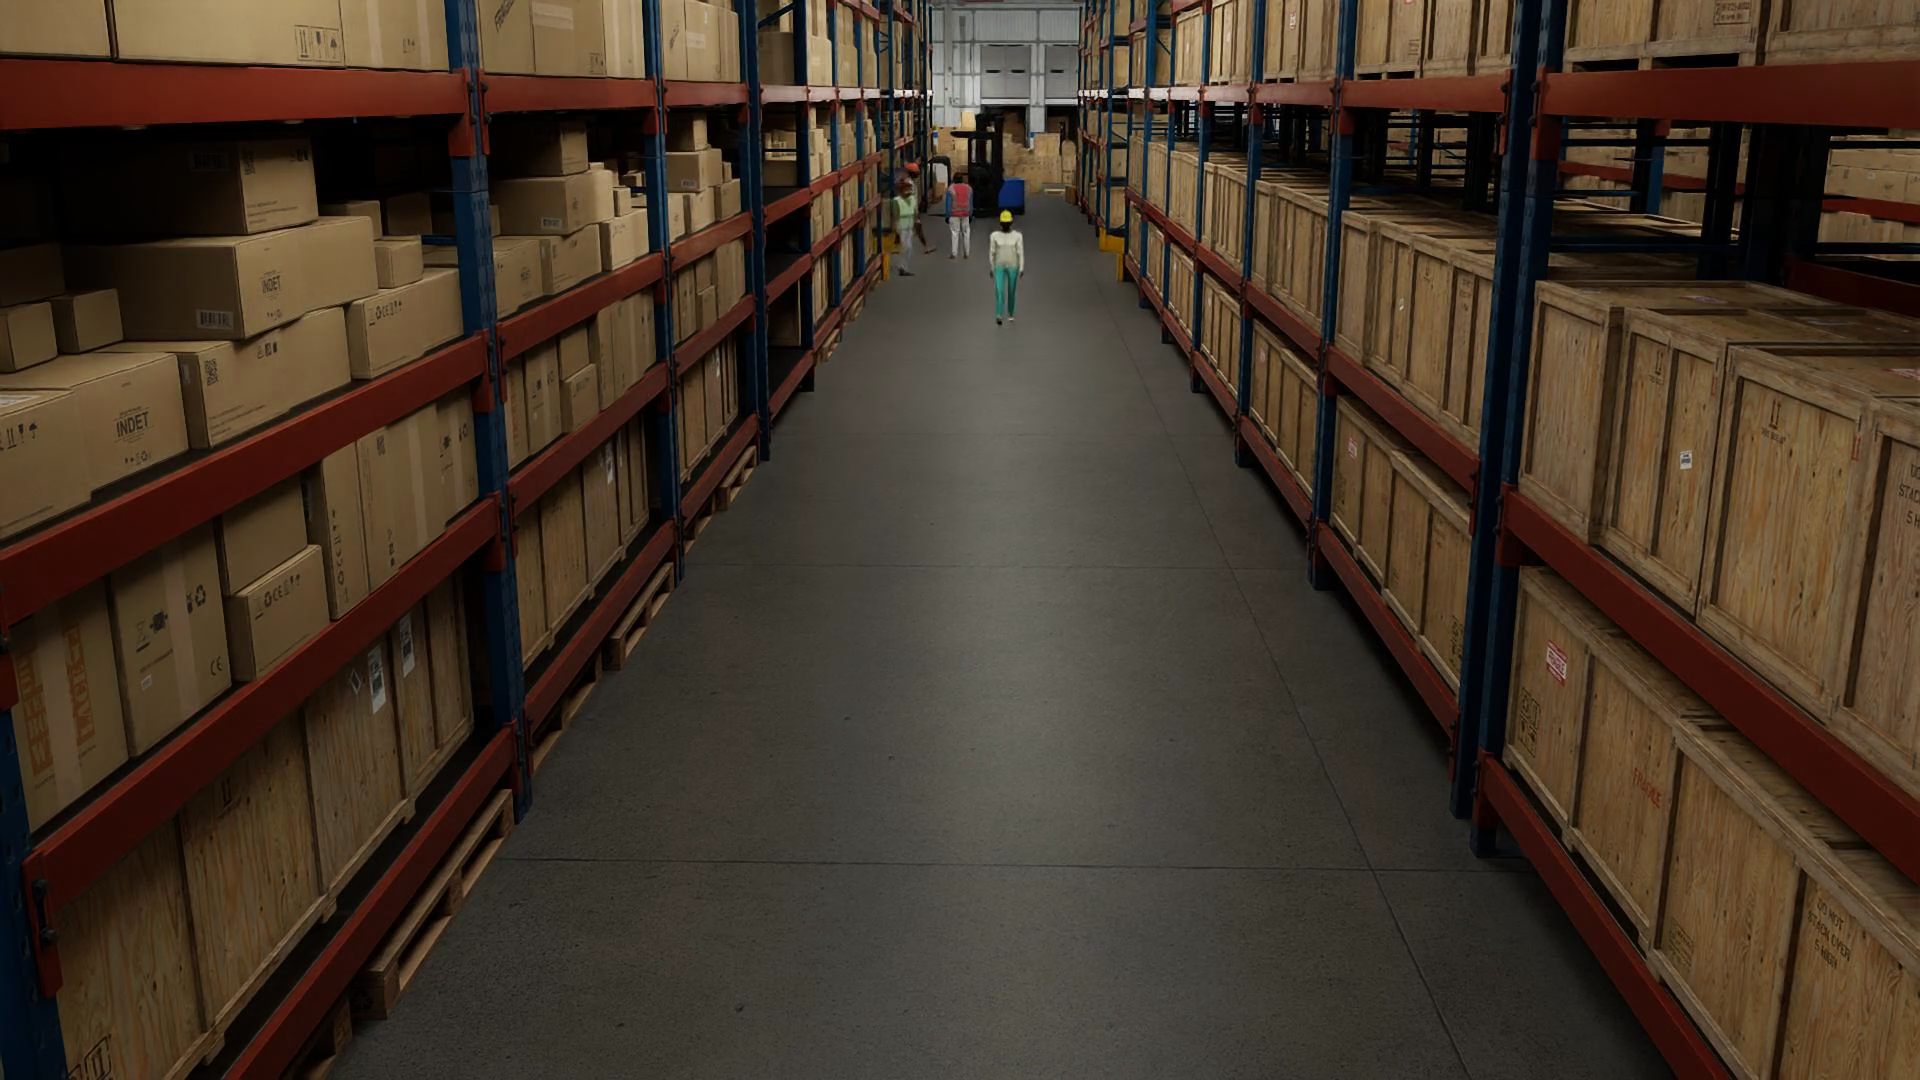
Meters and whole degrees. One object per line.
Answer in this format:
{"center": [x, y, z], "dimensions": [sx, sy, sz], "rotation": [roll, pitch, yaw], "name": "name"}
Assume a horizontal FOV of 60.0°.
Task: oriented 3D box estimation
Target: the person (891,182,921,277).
{"center": [-1.030, -5.981, 32.049], "dimensions": [0.522, 1.813, 0.714], "rotation": [12, 19, 37], "name": "person"}

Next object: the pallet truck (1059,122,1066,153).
{"center": [5.788, -21.111, 88.014], "dimensions": [1.885, 1.965, 0.823], "rotation": [5, 16, 18], "name": "pallet truck"}

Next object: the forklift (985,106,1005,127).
{"center": [1.774, -20.571, 84.329], "dimensions": [1.129, 2.768, 1.873], "rotation": [-7, 17, -24], "name": "forklift"}

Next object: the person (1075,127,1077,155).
{"center": [5.642, -18.780, 79.512], "dimensions": [0.651, 1.916, 0.632], "rotation": [6, 16, 21], "name": "person"}

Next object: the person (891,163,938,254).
{"center": [-1.037, -7.260, 36.513], "dimensions": [1.056, 1.994, 0.629], "rotation": [0, 15, 1], "name": "person"}

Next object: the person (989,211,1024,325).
{"center": [0.717, -4.187, 25.583], "dimensions": [0.539, 1.713, 0.952], "rotation": [1, 15, 3], "name": "person"}

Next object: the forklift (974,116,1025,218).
{"center": [0.845, -10.616, 47.290], "dimensions": [1.873, 2.768, 1.129], "rotation": [-12, 19, -38], "name": "forklift"}

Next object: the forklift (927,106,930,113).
{"center": [-2.001, -20.667, 84.687], "dimensions": [1.129, 2.768, 1.873], "rotation": [0, 15, 2], "name": "forklift"}

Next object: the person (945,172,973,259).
{"center": [-0.027, -6.918, 35.514], "dimensions": [0.622, 1.838, 0.429], "rotation": [-5, 16, -19], "name": "person"}

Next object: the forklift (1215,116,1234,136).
{"center": [7.816, -11.227, 49.564], "dimensions": [1.129, 2.768, 1.873], "rotation": [0, 15, 1], "name": "forklift"}
